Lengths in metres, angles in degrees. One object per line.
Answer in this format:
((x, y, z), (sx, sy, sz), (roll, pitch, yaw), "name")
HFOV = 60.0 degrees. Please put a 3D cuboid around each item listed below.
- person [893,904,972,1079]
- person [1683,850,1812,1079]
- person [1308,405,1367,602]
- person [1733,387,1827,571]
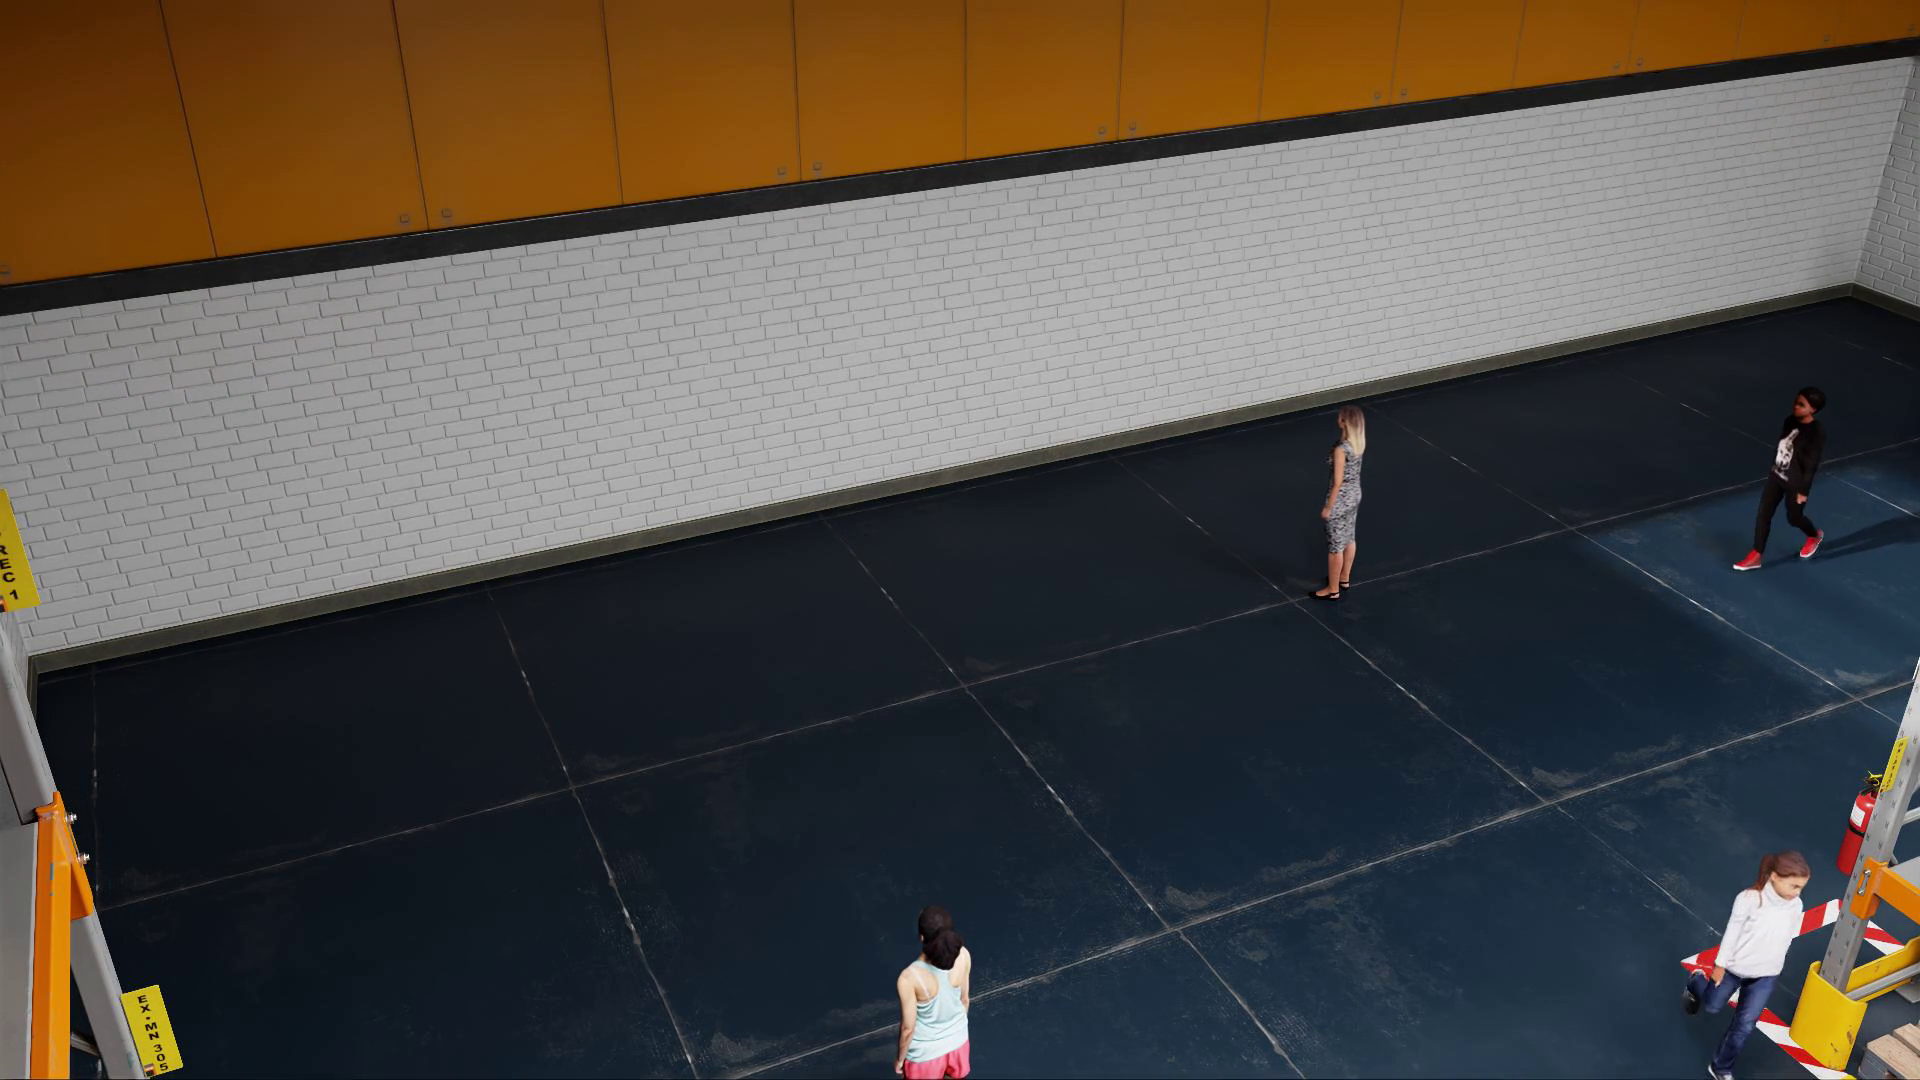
((-0.123, 2.504, 8.239), (0.625, 1.765, 0.623), (-18, 33, -29), "person")
((4.228, 2.242, 8.961), (0.816, 1.533, 1.001), (3, 29, 6), "person")
((3.103, -0.304, 13.448), (0.622, 1.705, 0.634), (24, 36, 36), "person")
((6.994, -0.501, 13.870), (0.709, 1.648, 1.019), (-10, 30, -18), "person")
